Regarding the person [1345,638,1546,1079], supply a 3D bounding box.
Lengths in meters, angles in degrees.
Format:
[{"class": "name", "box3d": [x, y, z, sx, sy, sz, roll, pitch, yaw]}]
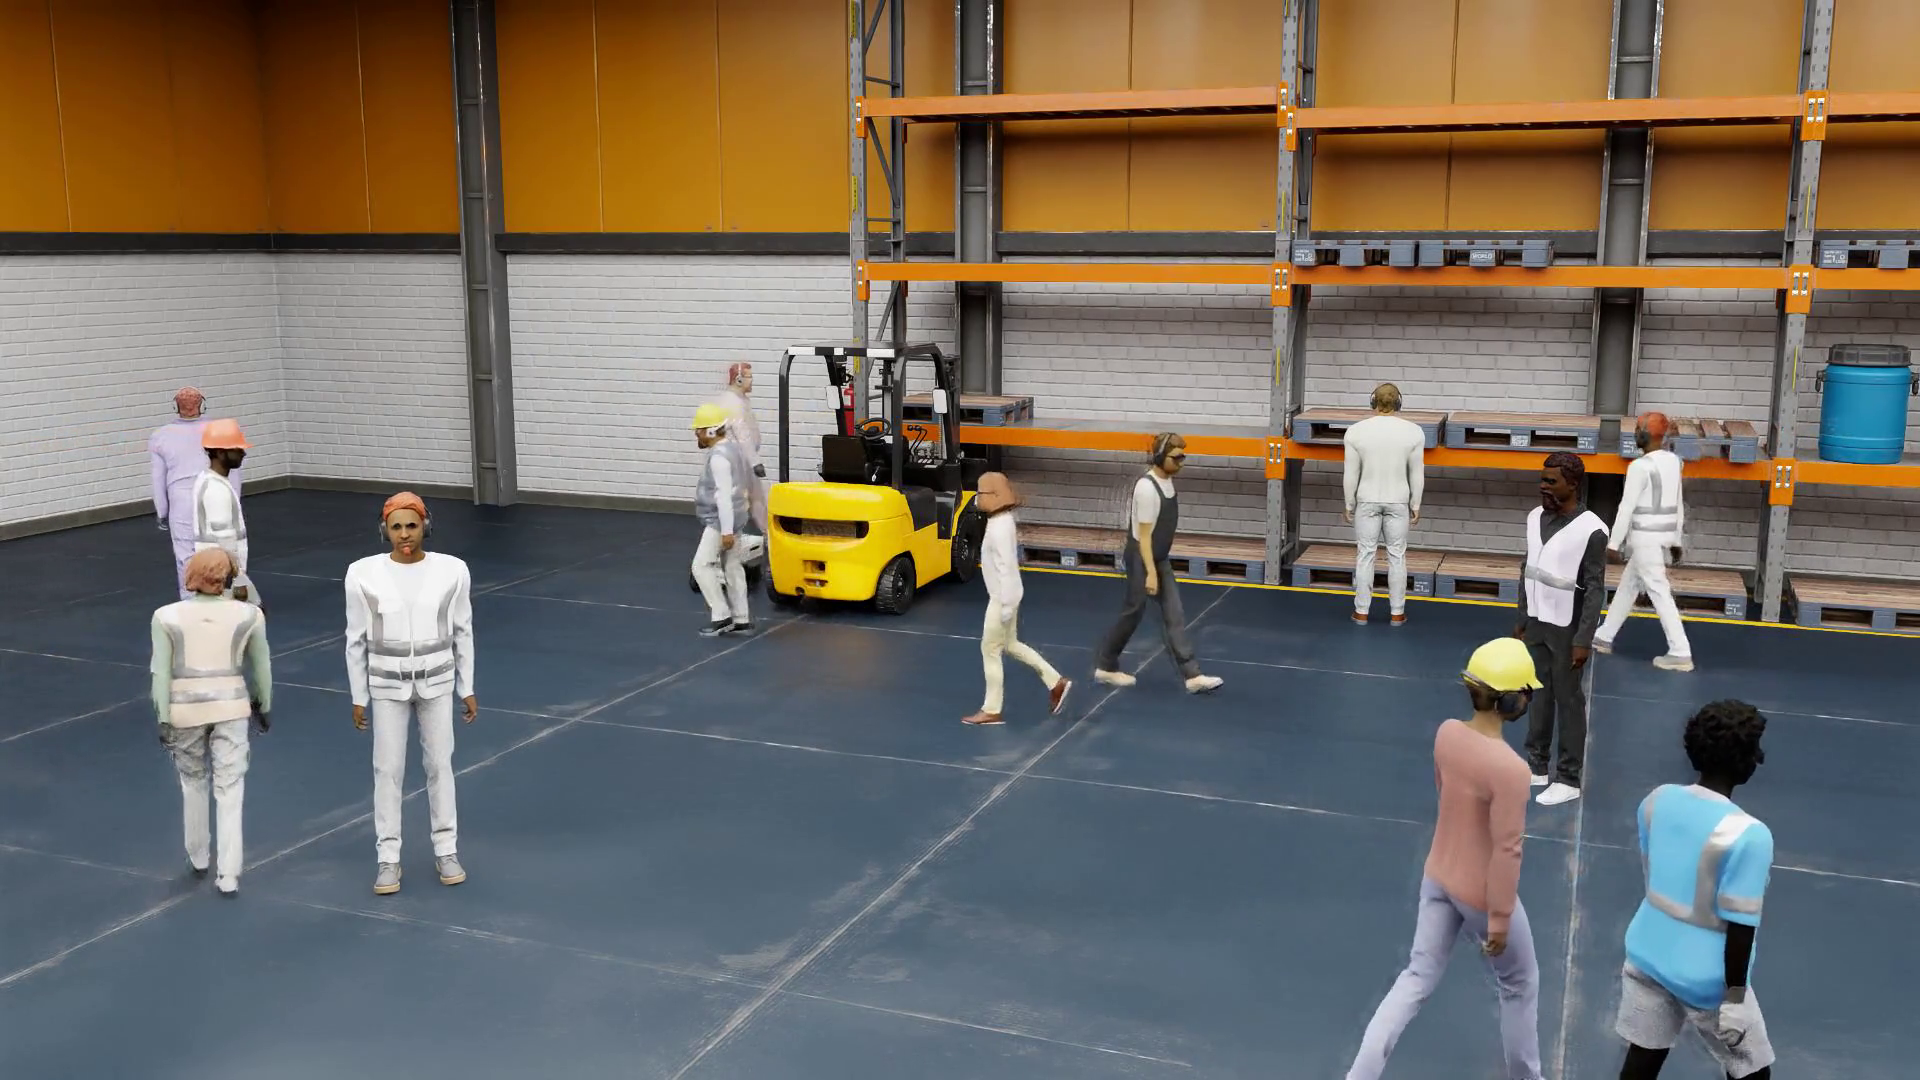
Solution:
[{"class": "person", "box3d": [1.714, 1.174, 5.675, 0.884, 1.730, 0.537, -3, 11, -18]}]

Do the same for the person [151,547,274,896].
[{"class": "person", "box3d": [-3.526, 0.836, 7.880, 0.517, 1.596, 0.707, -4, 11, -23]}]

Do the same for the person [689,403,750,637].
[{"class": "person", "box3d": [-1.865, -0.145, 12.766, 0.537, 1.807, 0.614, 0, 10, 2]}]

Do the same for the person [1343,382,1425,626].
[{"class": "person", "box3d": [3.340, -0.280, 13.164, 0.630, 1.940, 0.372, 2, 10, 11]}]

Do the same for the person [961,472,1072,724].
[{"class": "person", "box3d": [0.350, 0.367, 10.446, 0.626, 1.616, 0.520, 1, 10, 7]}]

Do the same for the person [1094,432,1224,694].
[{"class": "person", "box3d": [1.319, 0.157, 11.175, 0.935, 1.787, 0.593, 5, 12, 28]}]

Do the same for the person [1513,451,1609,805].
[{"class": "person", "box3d": [3.253, 0.467, 9.057, 0.391, 1.920, 0.593, -4, 11, -20]}]

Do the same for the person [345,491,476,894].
[{"class": "person", "box3d": [-2.568, 0.709, 7.810, 0.572, 1.883, 0.355, -4, 11, -21]}]

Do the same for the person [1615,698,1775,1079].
[{"class": "person", "box3d": [2.324, 1.299, 5.085, 0.751, 1.664, 0.553, -3, 11, -16]}]

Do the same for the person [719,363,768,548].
[{"class": "person", "box3d": [-2.000, -0.764, 16.060, 0.834, 1.874, 0.649, 0, 10, -2]}]

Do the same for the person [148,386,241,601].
[{"class": "person", "box3d": [-6.025, -0.261, 13.149, 0.643, 1.908, 0.399, -5, 11, -26]}]

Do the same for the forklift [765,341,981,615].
[{"class": "forklift", "box3d": [-0.739, -0.602, 14.246, 1.214, 2.155, 2.313, 4, 11, 21]}]

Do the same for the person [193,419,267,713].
[{"class": "person", "box3d": [-4.669, 0.179, 10.658, 0.440, 1.916, 0.565, -5, 11, -25]}]

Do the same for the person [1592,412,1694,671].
[{"class": "person", "box3d": [4.918, -0.008, 11.955, 0.598, 1.832, 0.980, -8, 13, -38]}]

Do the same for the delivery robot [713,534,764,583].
[{"class": "delivery robot", "box3d": [-2.003, 0.111, 14.577, 0.477, 0.478, 0.707, 4, 11, 19]}]
